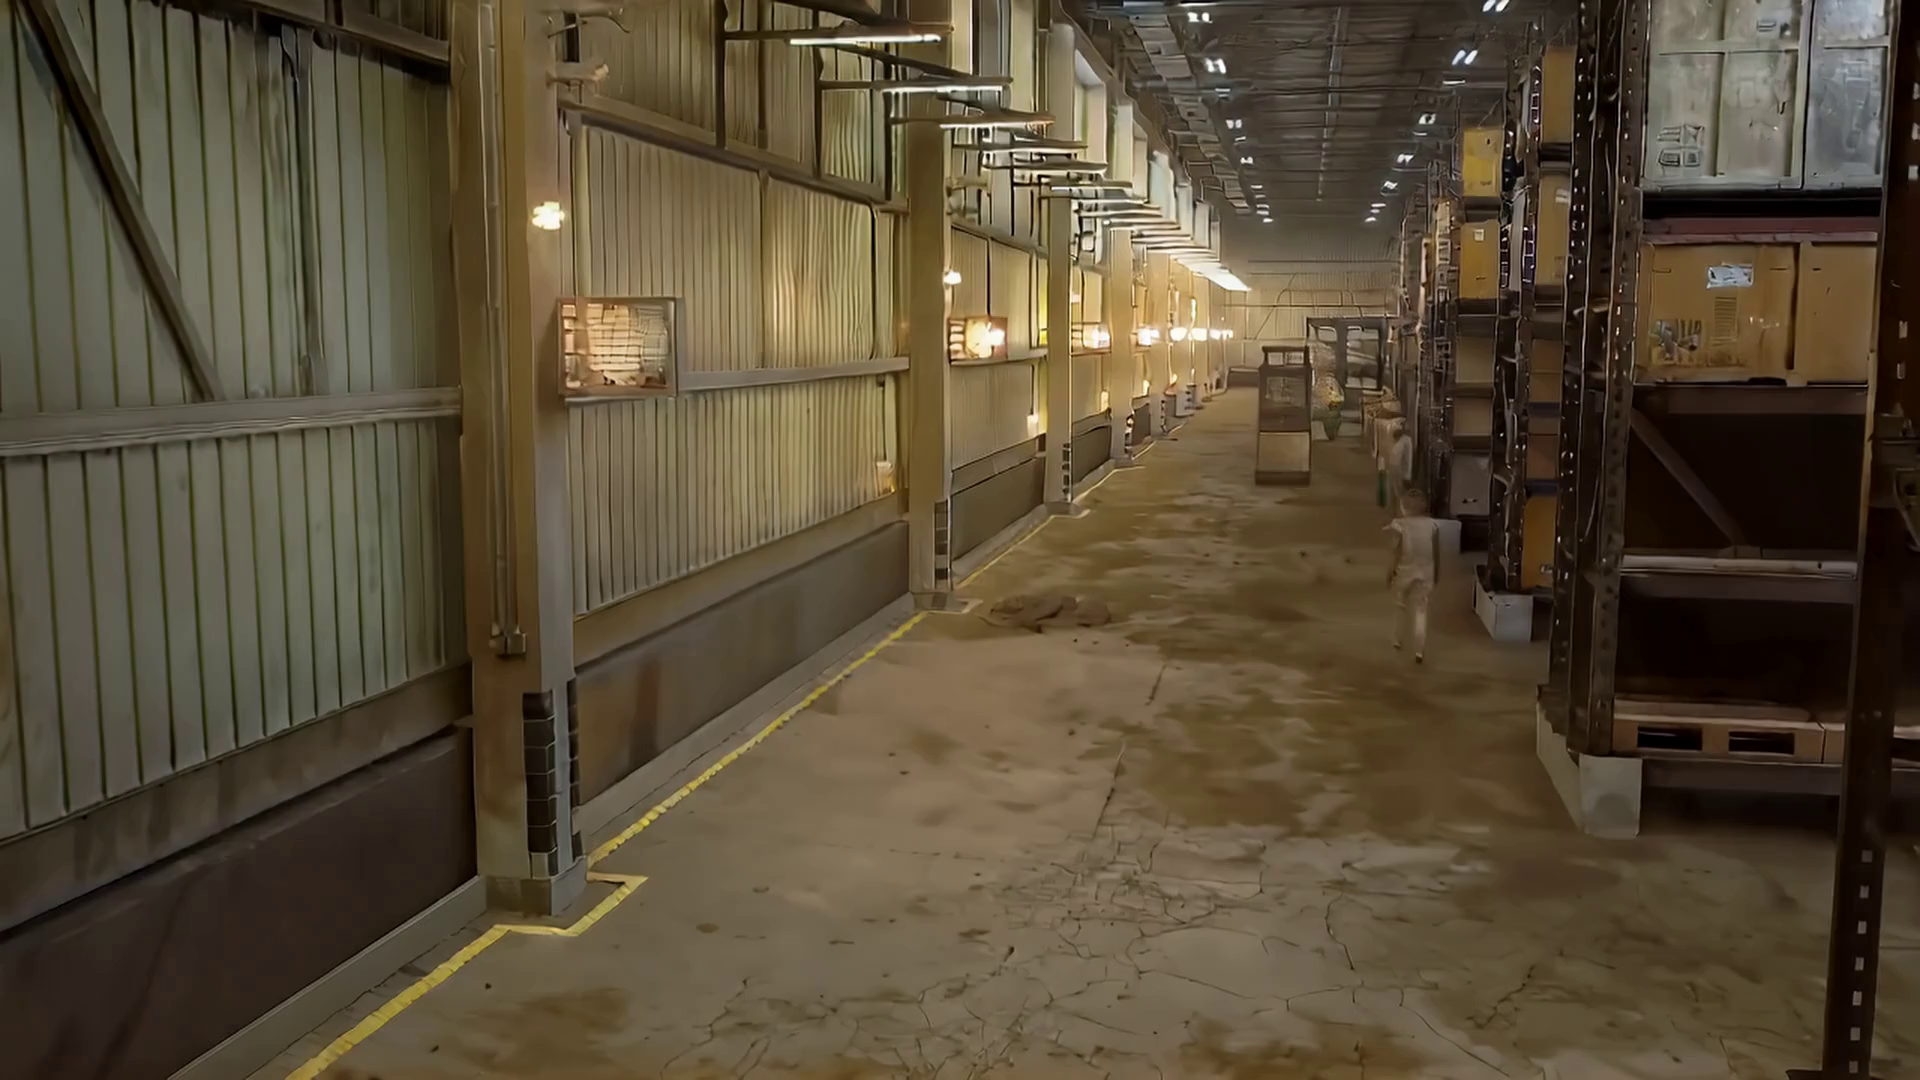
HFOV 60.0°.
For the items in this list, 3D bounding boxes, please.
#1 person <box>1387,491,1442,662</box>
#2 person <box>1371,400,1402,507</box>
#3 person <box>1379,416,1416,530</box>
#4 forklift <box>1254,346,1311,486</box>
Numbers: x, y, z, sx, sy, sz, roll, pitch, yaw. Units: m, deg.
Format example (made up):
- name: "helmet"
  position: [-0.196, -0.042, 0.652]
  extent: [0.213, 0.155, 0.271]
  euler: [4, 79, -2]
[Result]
- name: "person"
  position: [4.322, 0.337, 15.826]
  extent: [0.515, 1.593, 0.875]
  euler: [2, 7, 12]
- name: "person"
  position: [7.579, -1.533, 29.523]
  extent: [0.640, 1.907, 0.524]
  euler: [-2, 8, -18]
- name: "person"
  position: [6.795, -1.029, 25.874]
  extent: [0.427, 1.817, 0.638]
  euler: [-2, 8, -18]
- name: "forklift"
  position: [6.606, -2.558, 33.867]
  extent: [1.129, 2.768, 1.873]
  euler: [1, 7, 12]
